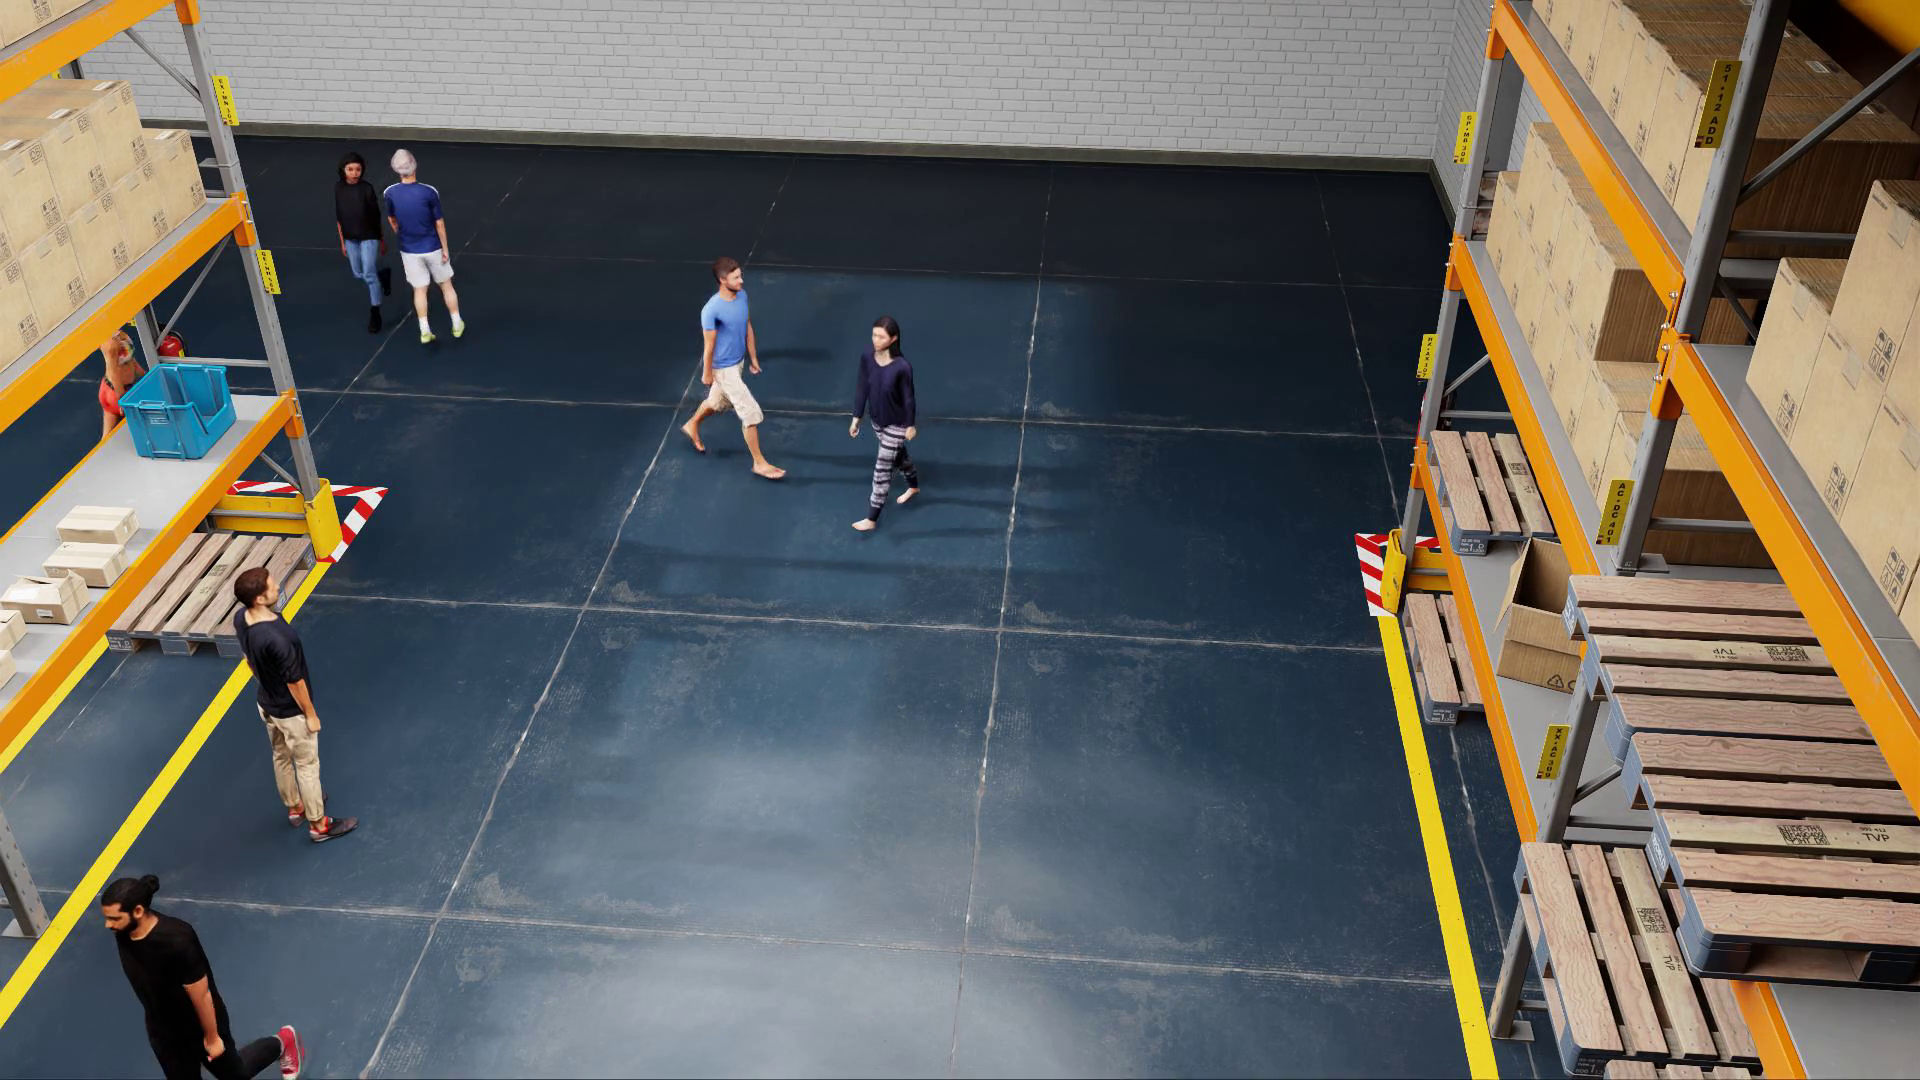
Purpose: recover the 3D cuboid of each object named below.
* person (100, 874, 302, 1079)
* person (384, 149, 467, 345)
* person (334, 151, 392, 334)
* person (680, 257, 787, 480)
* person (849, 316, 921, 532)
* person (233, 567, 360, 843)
[{"bbox_3d":[-3.582,2.195,7.838,0.804,1.732,1.081,11,35,16],"label":"person"},{"bbox_3d":[-4.865,-2.592,14.968,0.748,1.811,0.881,-2,34,-2],"label":"person"},{"bbox_3d":[-5.500,-2.792,15.401,0.571,1.665,0.941,3,34,4],"label":"person"},{"bbox_3d":[-1.920,-1.397,13.161,1.015,1.822,1.306,15,36,21],"label":"person"},{"bbox_3d":[-0.486,-0.940,12.596,0.996,1.686,1.143,26,42,33],"label":"person"},{"bbox_3d":[-3.905,0.944,9.608,0.725,1.857,0.737,25,41,32],"label":"person"}]
